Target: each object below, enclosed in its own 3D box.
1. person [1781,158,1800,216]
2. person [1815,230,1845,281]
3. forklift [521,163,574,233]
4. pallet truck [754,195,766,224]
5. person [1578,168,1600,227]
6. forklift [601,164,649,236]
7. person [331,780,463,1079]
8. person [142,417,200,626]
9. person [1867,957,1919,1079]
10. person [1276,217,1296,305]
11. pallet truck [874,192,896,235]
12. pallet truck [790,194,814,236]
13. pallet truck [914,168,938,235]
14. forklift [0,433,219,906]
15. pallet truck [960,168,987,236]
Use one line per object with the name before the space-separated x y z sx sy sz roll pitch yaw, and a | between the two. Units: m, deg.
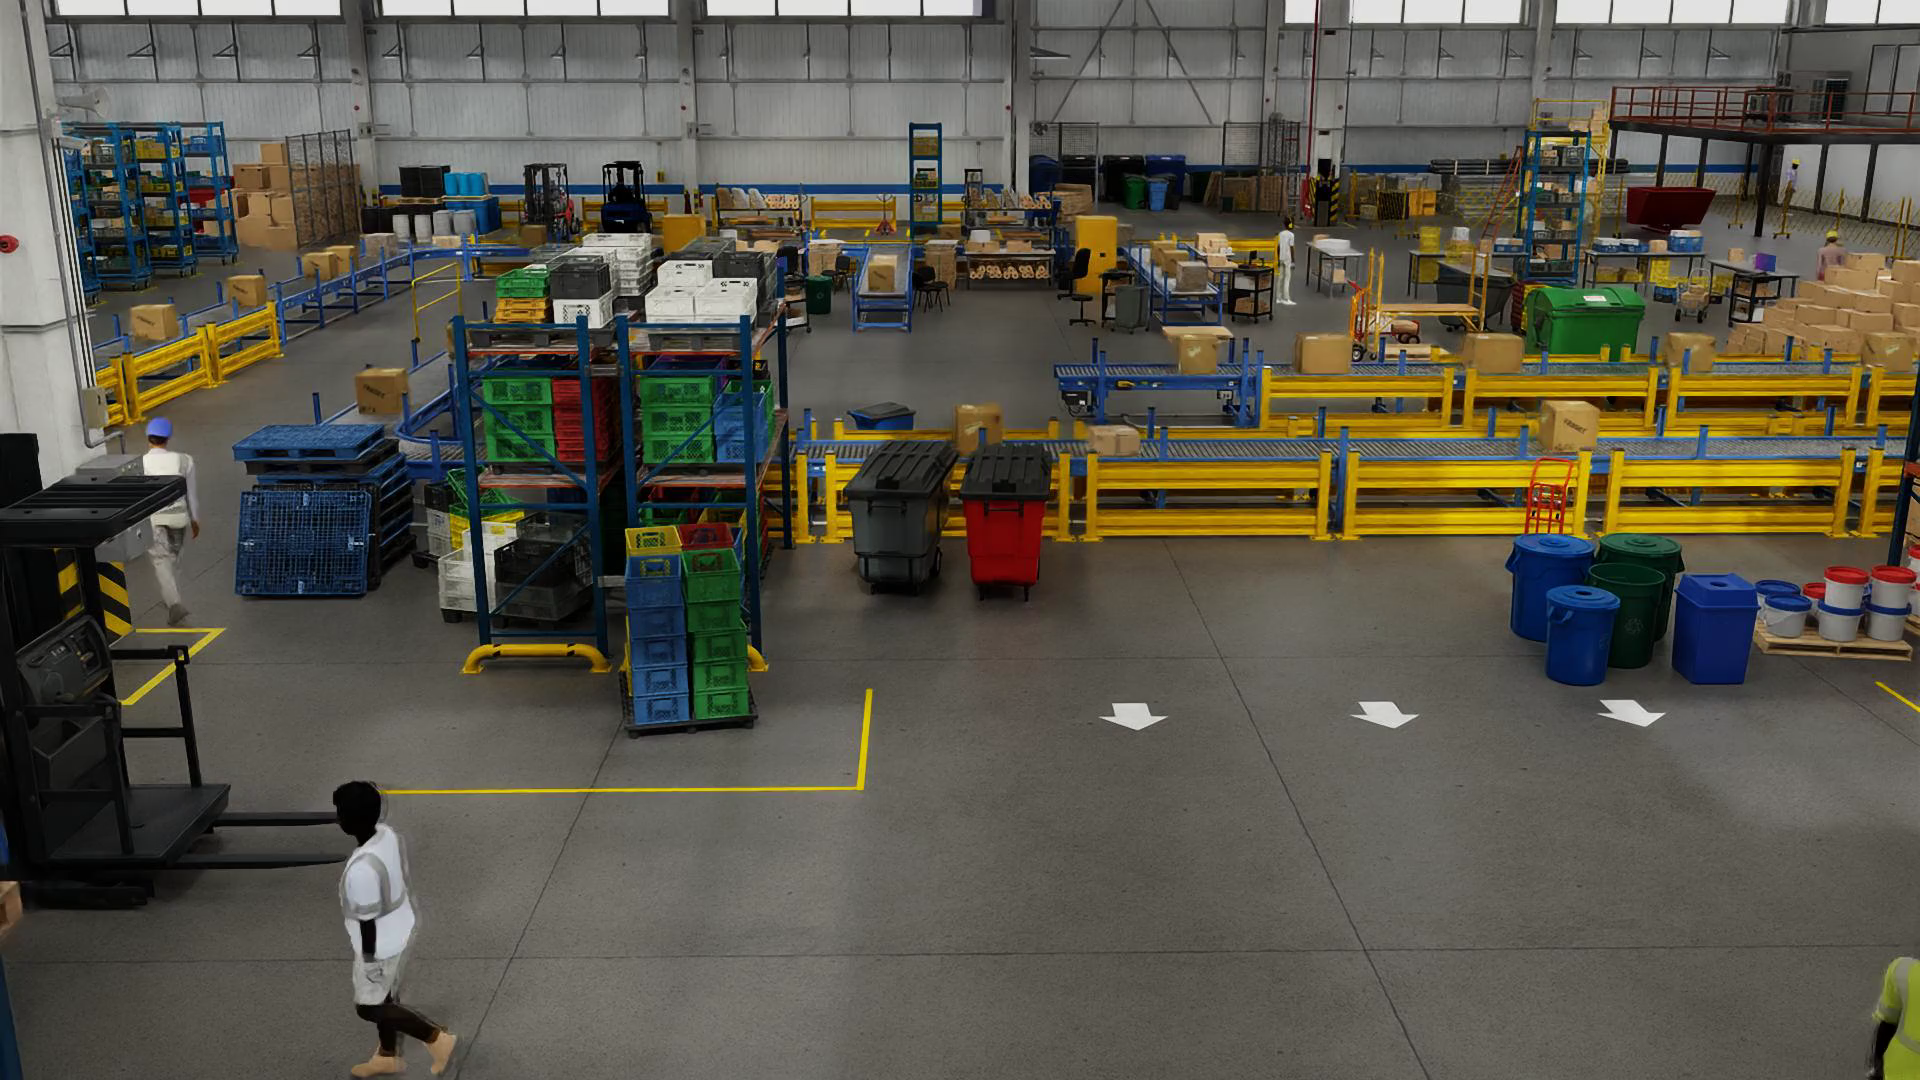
person | 28.125 -11.935 56.265 0.593 1.922 0.384 -14 21 -40
person | 17.809 -5.464 34.088 0.527 1.744 0.726 5 17 16
forklift | -12.233 -10.122 49.298 1.157 1.987 2.680 0 16 -1
pallet truck | -6.051 -9.967 50.660 0.680 1.201 1.601 0 16 -1
person | 19.859 -10.804 52.466 0.841 1.859 0.581 -9 18 -28
forklift | -9.948 -10.127 49.296 1.157 1.987 2.680 -1 16 -3
person | -2.850 1.984 8.339 0.528 1.674 0.537 -1 16 -5
person | -7.390 -0.183 15.474 0.639 1.901 0.960 -13 20 -38
person | 4.156 2.340 7.115 0.856 1.657 0.536 -9 18 -28
person | 7.010 -5.988 35.689 0.329 1.874 0.518 -8 18 -27
pallet truck | -2.277 -9.986 50.594 0.653 1.274 1.630 0 16 -1
pallet truck | -4.814 -9.883 50.259 0.704 1.261 1.522 -1 16 -3
pallet truck | -0.989 -10.316 50.507 0.823 1.965 1.885 1 16 3
forklift | -5.952 0.780 10.366 1.873 2.768 1.129 0 16 -1
pallet truck | 0.383 -10.230 50.206 0.823 1.965 1.885 -1 16 -3
